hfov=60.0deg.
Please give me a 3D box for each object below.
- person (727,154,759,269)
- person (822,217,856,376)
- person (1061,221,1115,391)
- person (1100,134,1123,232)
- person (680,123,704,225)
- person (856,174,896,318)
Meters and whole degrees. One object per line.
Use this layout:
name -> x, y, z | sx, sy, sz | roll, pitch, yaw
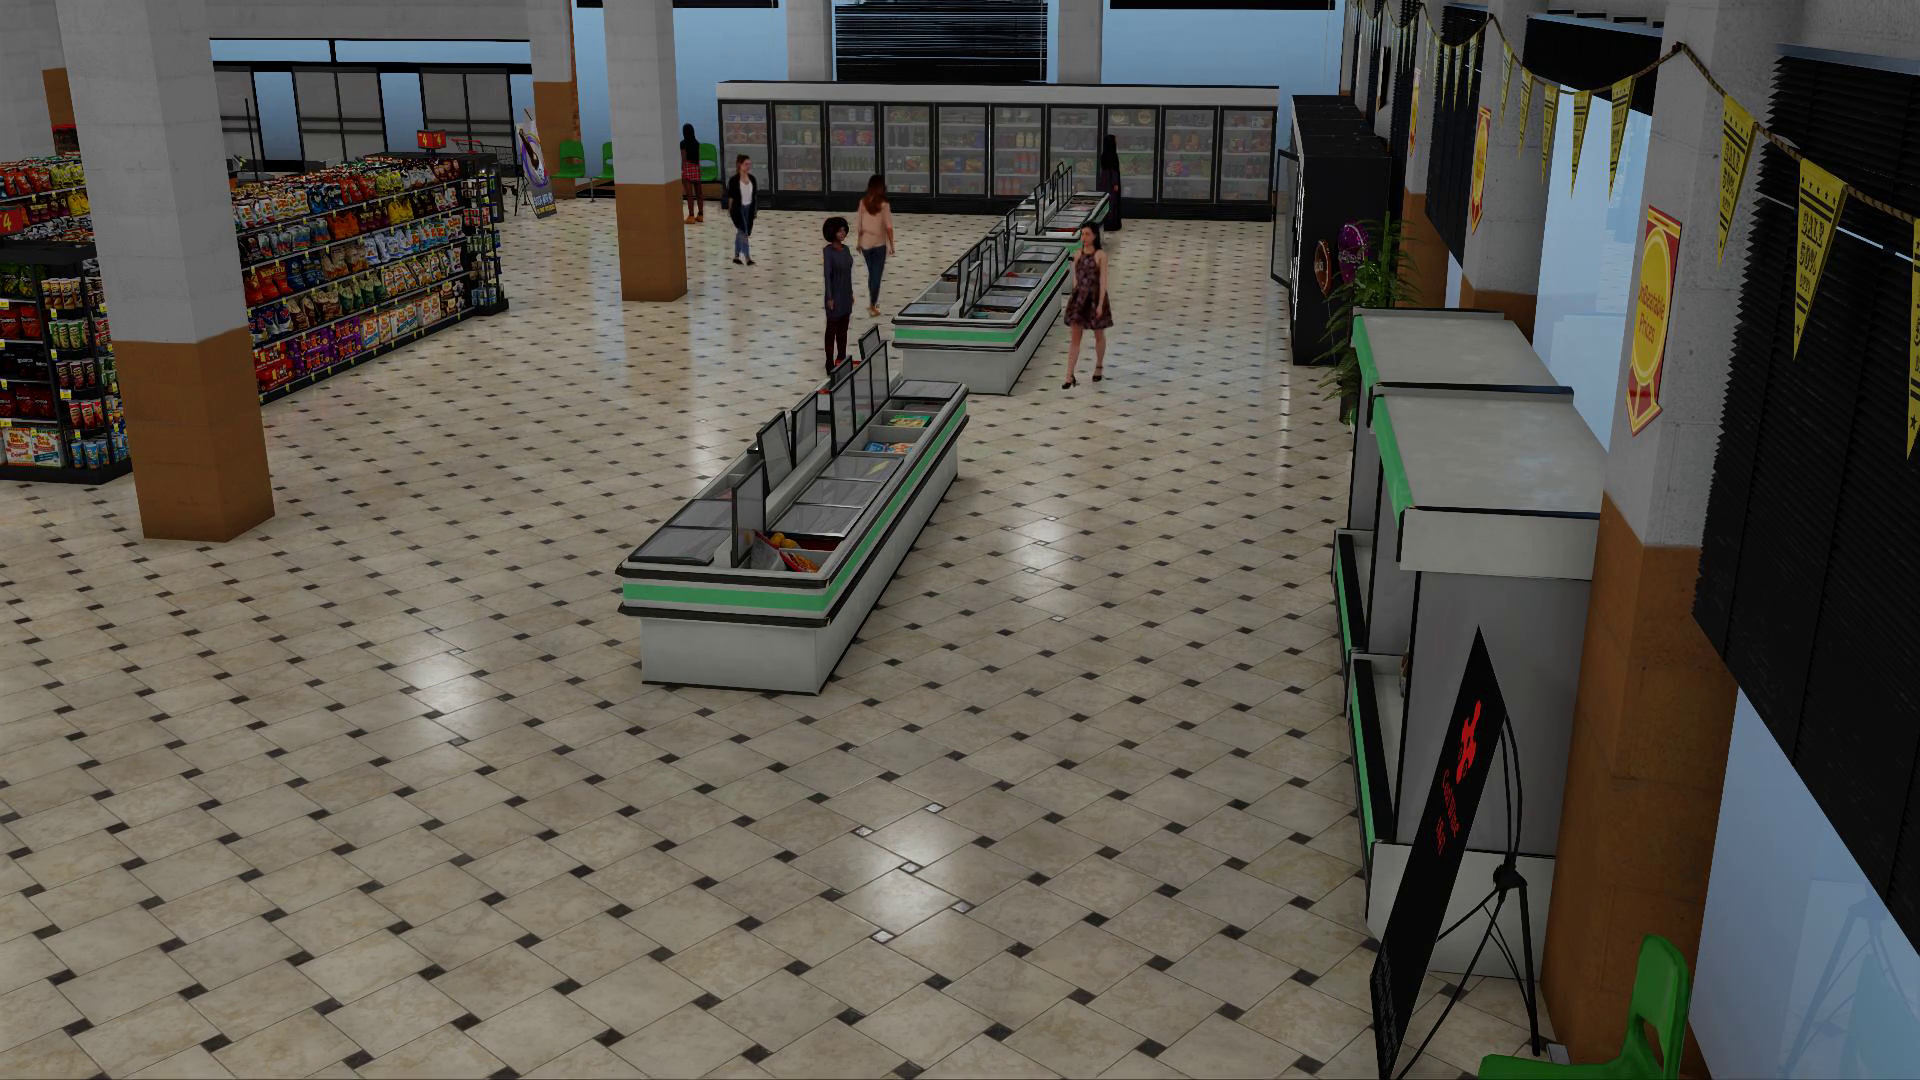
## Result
person -> -3.286, -4.874, 24.701 | 1.005, 1.659, 1.028 | -13, 23, -34
person -> -1.321, -2.626, 17.953 | 0.711, 1.710, 0.585 | 12, 22, 32
person -> 1.394, -2.409, 17.303 | 0.865, 1.715, 1.227 | 10, 21, 27
person -> 2.571, -6.129, 28.493 | 0.765, 1.615, 0.673 | -6, 20, -18
person -> -4.734, -6.458, 29.292 | 0.773, 1.727, 0.669 | 13, 23, 34
person -> -1.120, -3.707, 21.056 | 0.675, 1.777, 0.703 | 6, 20, 18
